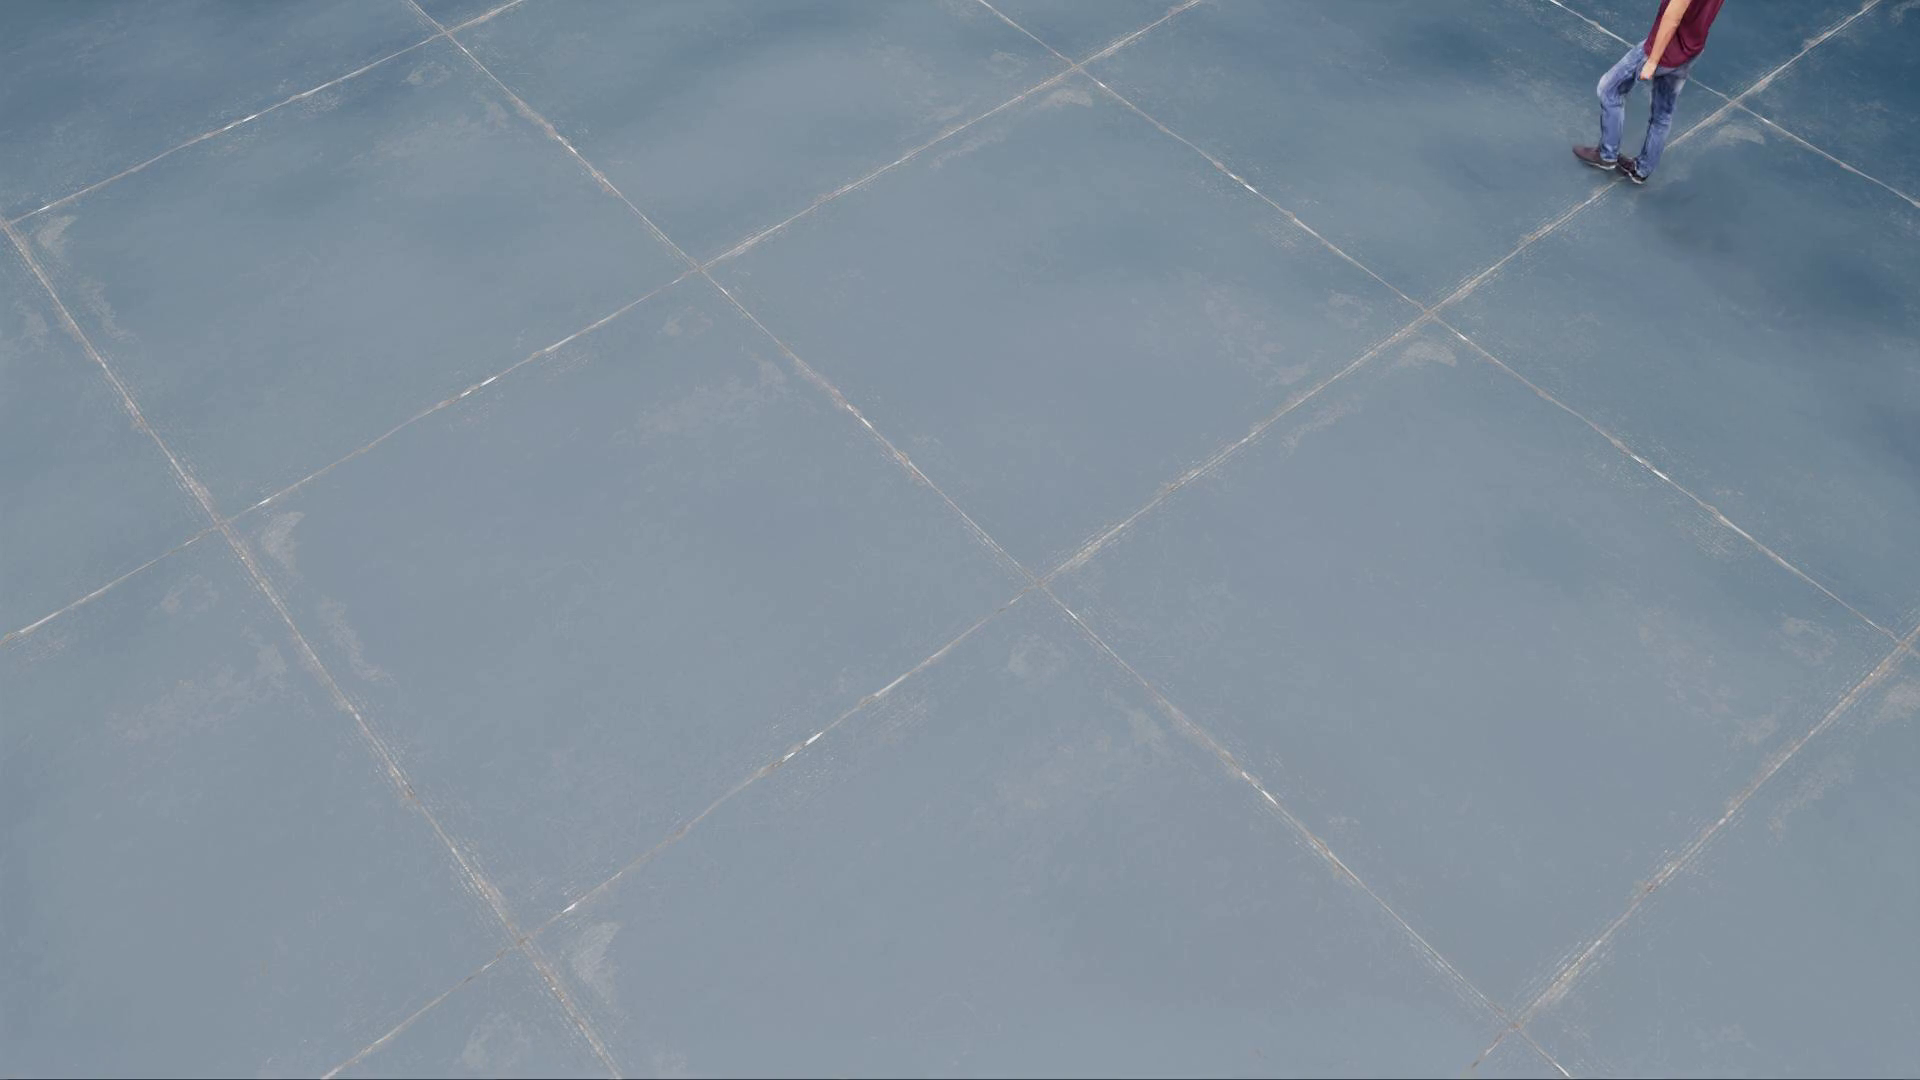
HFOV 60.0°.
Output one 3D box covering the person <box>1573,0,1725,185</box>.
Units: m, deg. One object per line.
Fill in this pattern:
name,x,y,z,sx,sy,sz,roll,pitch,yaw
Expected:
person,4.148,-2.795,9.545,0.664,1.836,0.802,-27,57,-19
